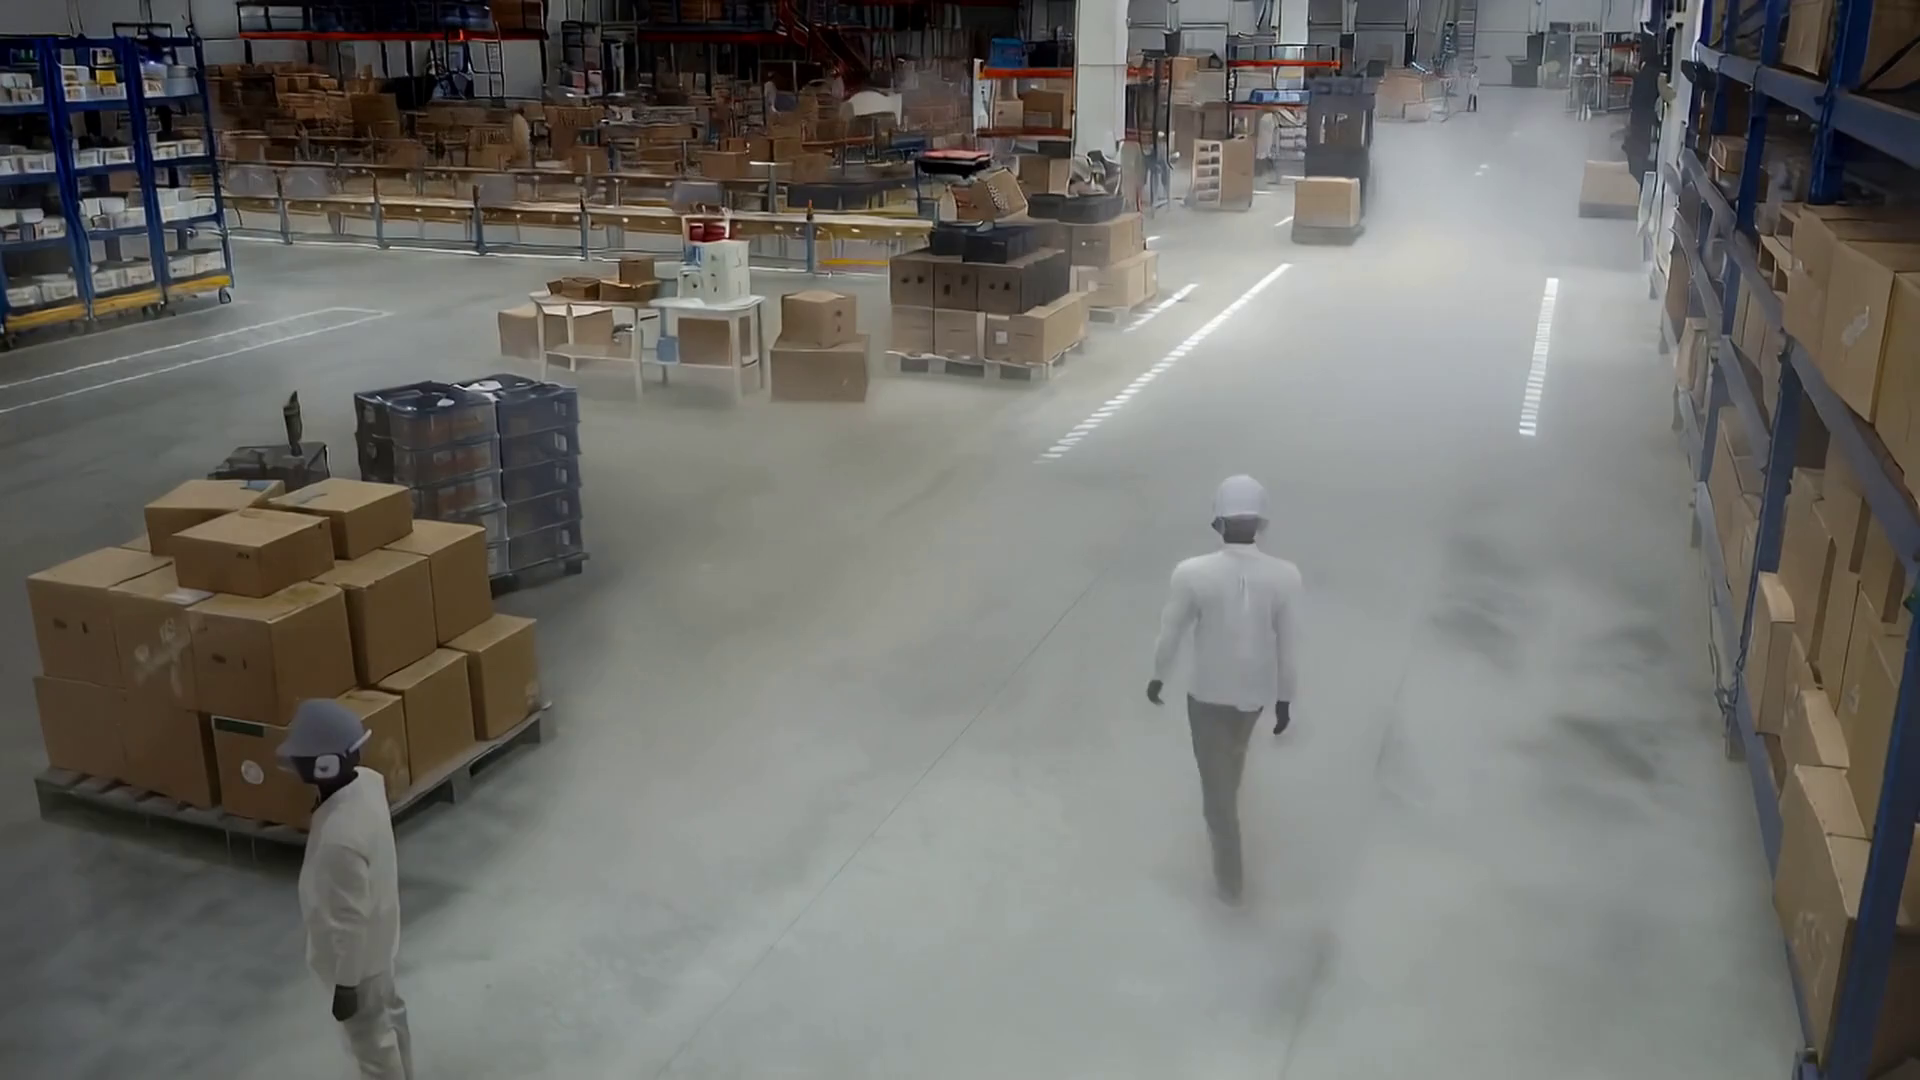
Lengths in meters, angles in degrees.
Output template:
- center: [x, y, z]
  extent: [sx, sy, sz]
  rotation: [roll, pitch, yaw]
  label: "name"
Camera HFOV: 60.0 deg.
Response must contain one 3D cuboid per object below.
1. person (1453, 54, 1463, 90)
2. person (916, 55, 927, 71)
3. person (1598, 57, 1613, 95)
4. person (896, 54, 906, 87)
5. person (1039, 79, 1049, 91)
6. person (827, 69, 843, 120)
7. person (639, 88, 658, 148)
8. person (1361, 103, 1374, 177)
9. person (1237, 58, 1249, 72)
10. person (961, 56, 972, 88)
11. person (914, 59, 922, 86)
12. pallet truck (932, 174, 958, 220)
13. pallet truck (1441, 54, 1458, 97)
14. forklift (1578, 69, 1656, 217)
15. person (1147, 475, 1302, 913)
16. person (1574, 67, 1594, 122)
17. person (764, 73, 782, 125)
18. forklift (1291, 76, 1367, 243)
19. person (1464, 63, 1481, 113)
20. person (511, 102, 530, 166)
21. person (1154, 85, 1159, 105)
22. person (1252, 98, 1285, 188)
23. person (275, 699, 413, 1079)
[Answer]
- center: [25.739, -24.233, 86.061]
  extent: [0.639, 1.801, 0.944]
  rotation: [-12, 21, -33]
  label: "person"
- center: [-1.923, -23.655, 84.171]
  extent: [0.580, 1.853, 0.900]
  rotation: [3, 18, 10]
  label: "person"
- center: [31.142, -22.320, 79.887]
  extent: [0.848, 1.889, 0.609]
  rotation: [3, 18, 10]
  label: "person"
- center: [-2.928, -23.190, 82.701]
  extent: [0.508, 1.846, 0.345]
  rotation: [-4, 18, -12]
  label: "person"
- center: [3.255, -17.435, 64.854]
  extent: [0.488, 1.700, 0.899]
  rotation: [14, 22, 37]
  label: "person"
- center: [-4.424, -15.675, 58.929]
  extent: [1.036, 1.935, 0.656]
  rotation: [-5, 18, -14]
  label: "person"
- center: [-8.520, -11.450, 45.748]
  extent: [0.567, 1.881, 0.979]
  rotation: [3, 18, 9]
  label: "person"
- center: [9.900, -9.837, 40.591]
  extent: [0.370, 1.939, 0.543]
  rotation: [0, 18, 1]
  label: "person"
- center: [12.615, -20.793, 74.850]
  extent: [0.688, 2.000, 0.536]
  rotation: [13, 22, 34]
  label: "person"
- center: [0.296, -21.525, 77.338]
  extent: [0.583, 1.922, 0.451]
  rotation: [16, 23, 40]
  label: "person"
- center: [-1.942, -20.536, 74.331]
  extent: [0.764, 1.866, 0.576]
  rotation: [-13, 22, -35]
  label: "person"
- center: [-0.507, -5.292, 27.348]
  extent: [0.653, 1.274, 1.630]
  rotation: [6, 19, 19]
  label: "pallet truck"
- center: [22.765, -21.886, 78.355]
  extent: [0.823, 1.965, 1.885]
  rotation: [-4, 18, -14]
  label: "pallet truck"
- center: [13.219, -7.740, 32.475]
  extent: [1.873, 2.768, 1.129]
  rotation: [6, 19, 18]
  label: "forklift"
- center: [1.217, 0.658, 7.621]
  extent: [0.622, 1.948, 1.018]
  rotation: [-3, 18, -9]
  label: "person"
- center: [22.954, -16.393, 61.153]
  extent: [0.612, 1.960, 0.362]
  rotation: [11, 21, 31]
  label: "person"
- center: [-6.719, -15.645, 59.058]
  extent: [0.779, 1.810, 0.599]
  rotation: [3, 18, 9]
  label: "person"
- center: [6.598, -6.755, 29.381]
  extent: [1.129, 2.768, 1.873]
  rotation: [6, 19, 19]
  label: "forklift"
- center: [20.420, -17.998, 66.230]
  extent: [0.354, 1.942, 0.545]
  rotation: [-13, 22, -35]
  label: "person"
- center: [-10.286, -9.235, 38.775]
  extent: [0.638, 1.888, 0.645]
  rotation: [-4, 18, -12]
  label: "person"
- center: [6.812, -15.048, 57.525]
  extent: [0.846, 1.594, 0.499]
  rotation: [5, 18, 15]
  label: "person"
- center: [7.034, -9.084, 38.088]
  extent: [0.764, 2.028, 0.619]
  rotation: [8, 19, 23]
  label: "person"
- center: [-2.087, 1.361, 5.706]
  extent: [0.329, 1.750, 0.573]
  rotation: [-4, 18, -12]
  label: "person"
